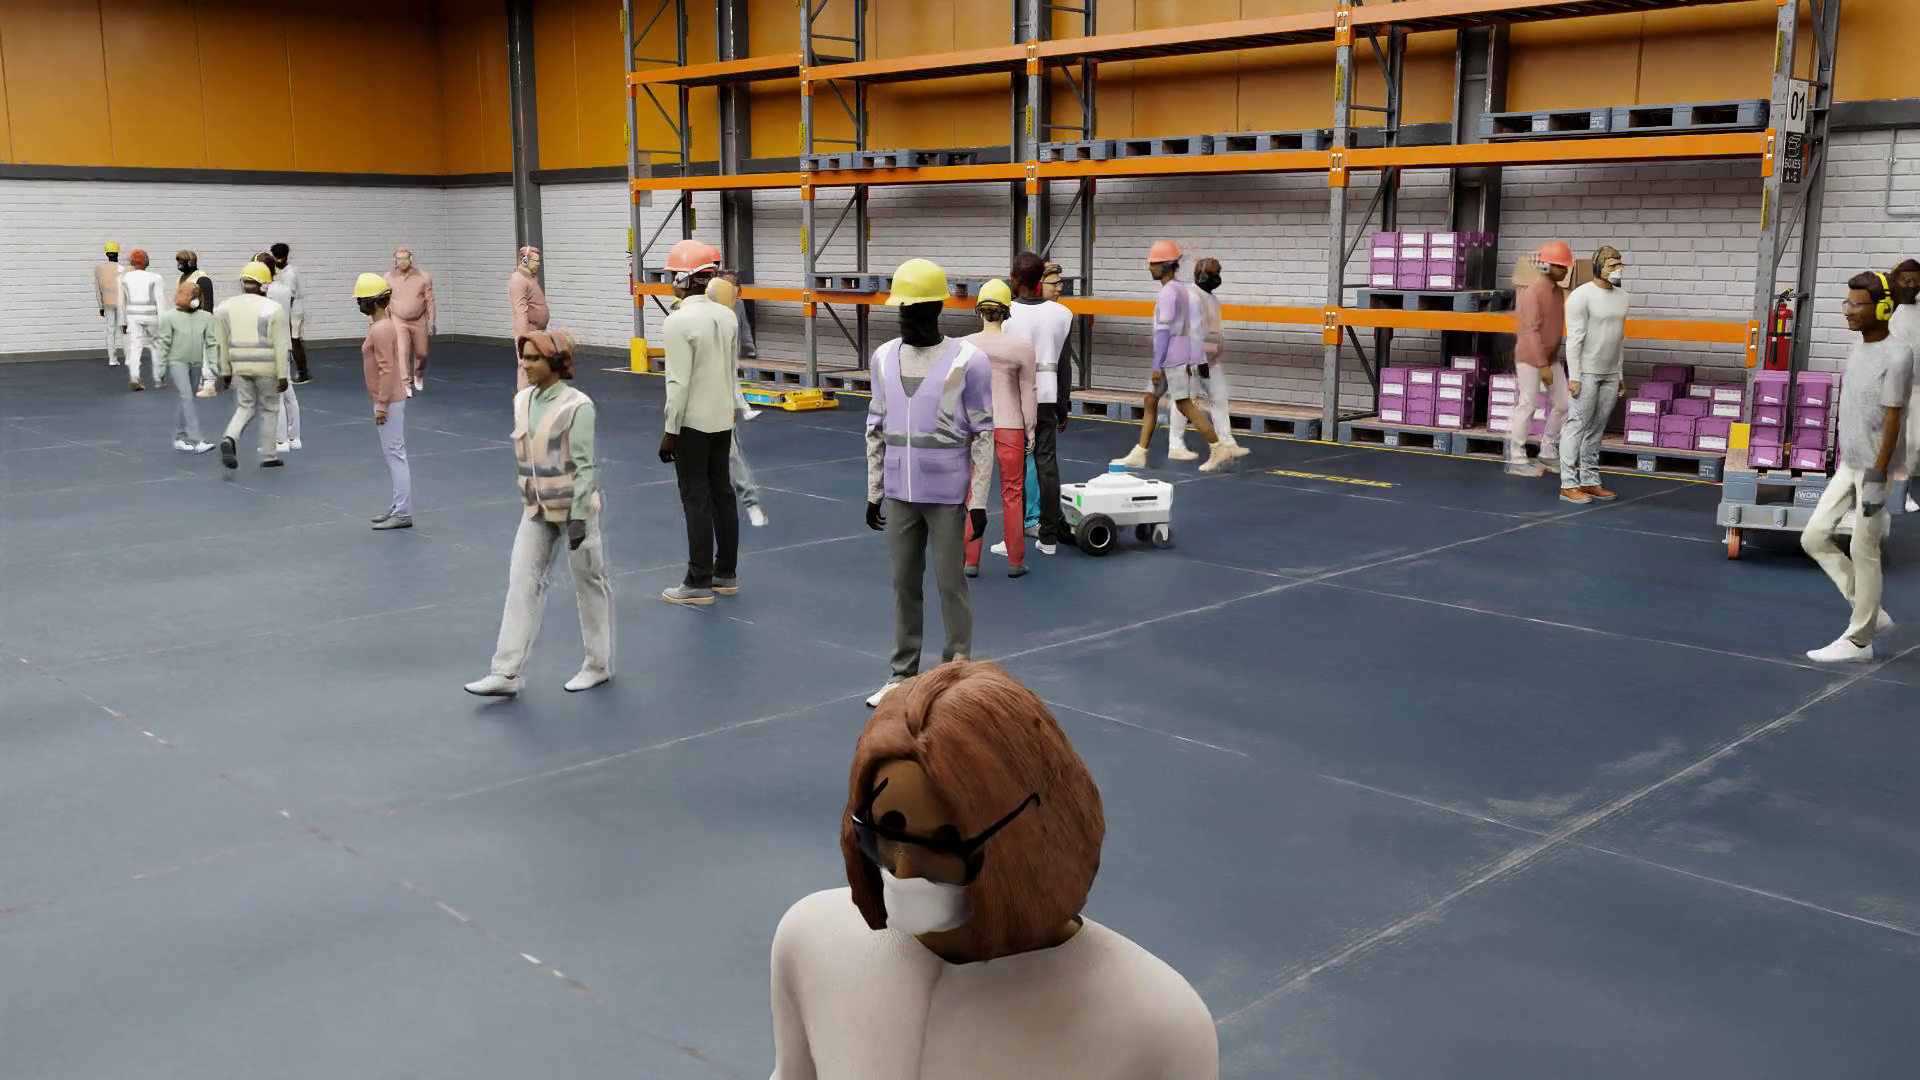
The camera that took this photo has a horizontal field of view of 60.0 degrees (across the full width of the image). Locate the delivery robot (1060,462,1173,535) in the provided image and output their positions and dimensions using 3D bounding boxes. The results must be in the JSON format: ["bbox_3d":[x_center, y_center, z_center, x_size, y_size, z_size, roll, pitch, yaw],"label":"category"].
[{"bbox_3d":[1.012,-0.258,10.748,0.707,0.478,0.477,-4,11,-20],"label":"delivery robot"}]

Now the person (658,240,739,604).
[{"bbox_3d":[-1.448,-0.643,9.175,0.379,1.996,0.611,5,11,25],"label":"person"}]

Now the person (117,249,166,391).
[{"bbox_3d":[-10.752,-2.890,21.849,0.586,1.848,0.956,-2,11,-11],"label":"person"}]

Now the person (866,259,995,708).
[{"bbox_3d":[-0.150,-0.212,7.012,0.596,1.923,0.373,6,12,30],"label":"person"}]

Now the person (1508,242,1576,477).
[{"bbox_3d":[4.879,-1.486,13.841,0.630,1.964,0.618,-9,14,-41],"label":"person"}]

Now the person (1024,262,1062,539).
[{"bbox_3d":[0.523,-0.940,11.199,0.375,1.843,0.575,3,11,18],"label":"person"}]

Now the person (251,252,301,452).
[{"bbox_3d":[-6.437,-1.752,15.584,0.327,1.865,0.519,2,11,11],"label":"person"}]

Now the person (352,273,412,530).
[{"bbox_3d":[-3.989,-0.953,11.497,0.329,1.765,0.526,-3,11,-16],"label":"person"}]

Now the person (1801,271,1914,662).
[{"bbox_3d":[4.208,-0.324,7.806,0.383,1.855,0.555,0,10,2],"label":"person"}]

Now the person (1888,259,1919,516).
[{"bbox_3d":[6.839,-1.101,12.057,0.580,1.857,0.416,1,10,7],"label":"person"}]

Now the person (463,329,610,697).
[{"bbox_3d":[-1.829,-0.093,7.196,0.541,1.606,0.758,7,13,34],"label":"person"}]

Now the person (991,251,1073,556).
[{"bbox_3d":[0.434,-0.846,10.481,0.596,1.921,0.384,-5,11,-25],"label":"person"}]

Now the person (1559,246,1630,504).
[{"bbox_3d":[4.840,-1.253,12.654,0.629,1.940,0.379,-6,12,-30],"label":"person"}]

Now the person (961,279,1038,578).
[{"bbox_3d":[0.197,-0.649,9.835,0.526,1.768,0.314,1,10,5],"label":"person"}]

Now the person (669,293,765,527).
[{"bbox_3d":[-1.680,-0.938,11.591,0.577,1.697,0.574,-6,12,-31],"label":"person"}]

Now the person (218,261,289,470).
[{"bbox_3d":[-6.025,-1.454,14.133,0.596,1.803,0.659,1,10,8],"label":"person"}]

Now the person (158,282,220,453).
[{"bbox_3d":[-7.159,-1.597,15.479,0.829,1.587,0.509,7,12,32],"label":"person"}]

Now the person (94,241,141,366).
[{"bbox_3d":[-13.051,-3.650,25.746,0.594,1.930,0.354,0,10,1],"label":"person"}]

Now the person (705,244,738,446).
[{"bbox_3d":[-2.344,-1.829,15.806,0.376,1.934,0.547,5,12,25],"label":"person"}]

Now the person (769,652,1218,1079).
[{"bbox_3d":[0.004,0.909,1.696,0.498,1.633,0.279,5,11,24],"label":"person"}]

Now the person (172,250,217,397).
[{"bbox_3d":[-9.625,-2.711,20.875,0.634,1.839,0.429,7,13,34],"label":"person"}]

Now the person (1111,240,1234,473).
[{"bbox_3d":[1.871,-1.565,14.244,1.057,1.995,0.618,2,11,12],"label":"person"}]

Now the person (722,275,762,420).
[{"bbox_3d":[-2.440,-2.088,18.166,0.853,1.589,0.506,6,12,28],"label":"person"}]

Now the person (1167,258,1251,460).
[{"bbox_3d":[2.241,-1.600,14.886,0.827,1.810,0.640,6,12,32],"label":"person"}]

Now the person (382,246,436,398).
[{"bbox_3d":[-6.957,-2.756,20.988,0.644,1.887,0.765,-4,11,-22],"label":"person"}]

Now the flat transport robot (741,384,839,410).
[{"bbox_3d":[-2.149,-1.702,19.652,1.431,0.197,0.652,10,14,44],"label":"flat transport robot"}]

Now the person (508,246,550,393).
[{"bbox_3d":[-4.662,-2.228,18.074,0.409,1.904,0.640,-1,10,-7],"label":"person"}]

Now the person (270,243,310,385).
[{"bbox_3d":[-9.128,-3.085,22.693,0.432,1.922,0.778,-4,11,-22],"label":"person"}]
